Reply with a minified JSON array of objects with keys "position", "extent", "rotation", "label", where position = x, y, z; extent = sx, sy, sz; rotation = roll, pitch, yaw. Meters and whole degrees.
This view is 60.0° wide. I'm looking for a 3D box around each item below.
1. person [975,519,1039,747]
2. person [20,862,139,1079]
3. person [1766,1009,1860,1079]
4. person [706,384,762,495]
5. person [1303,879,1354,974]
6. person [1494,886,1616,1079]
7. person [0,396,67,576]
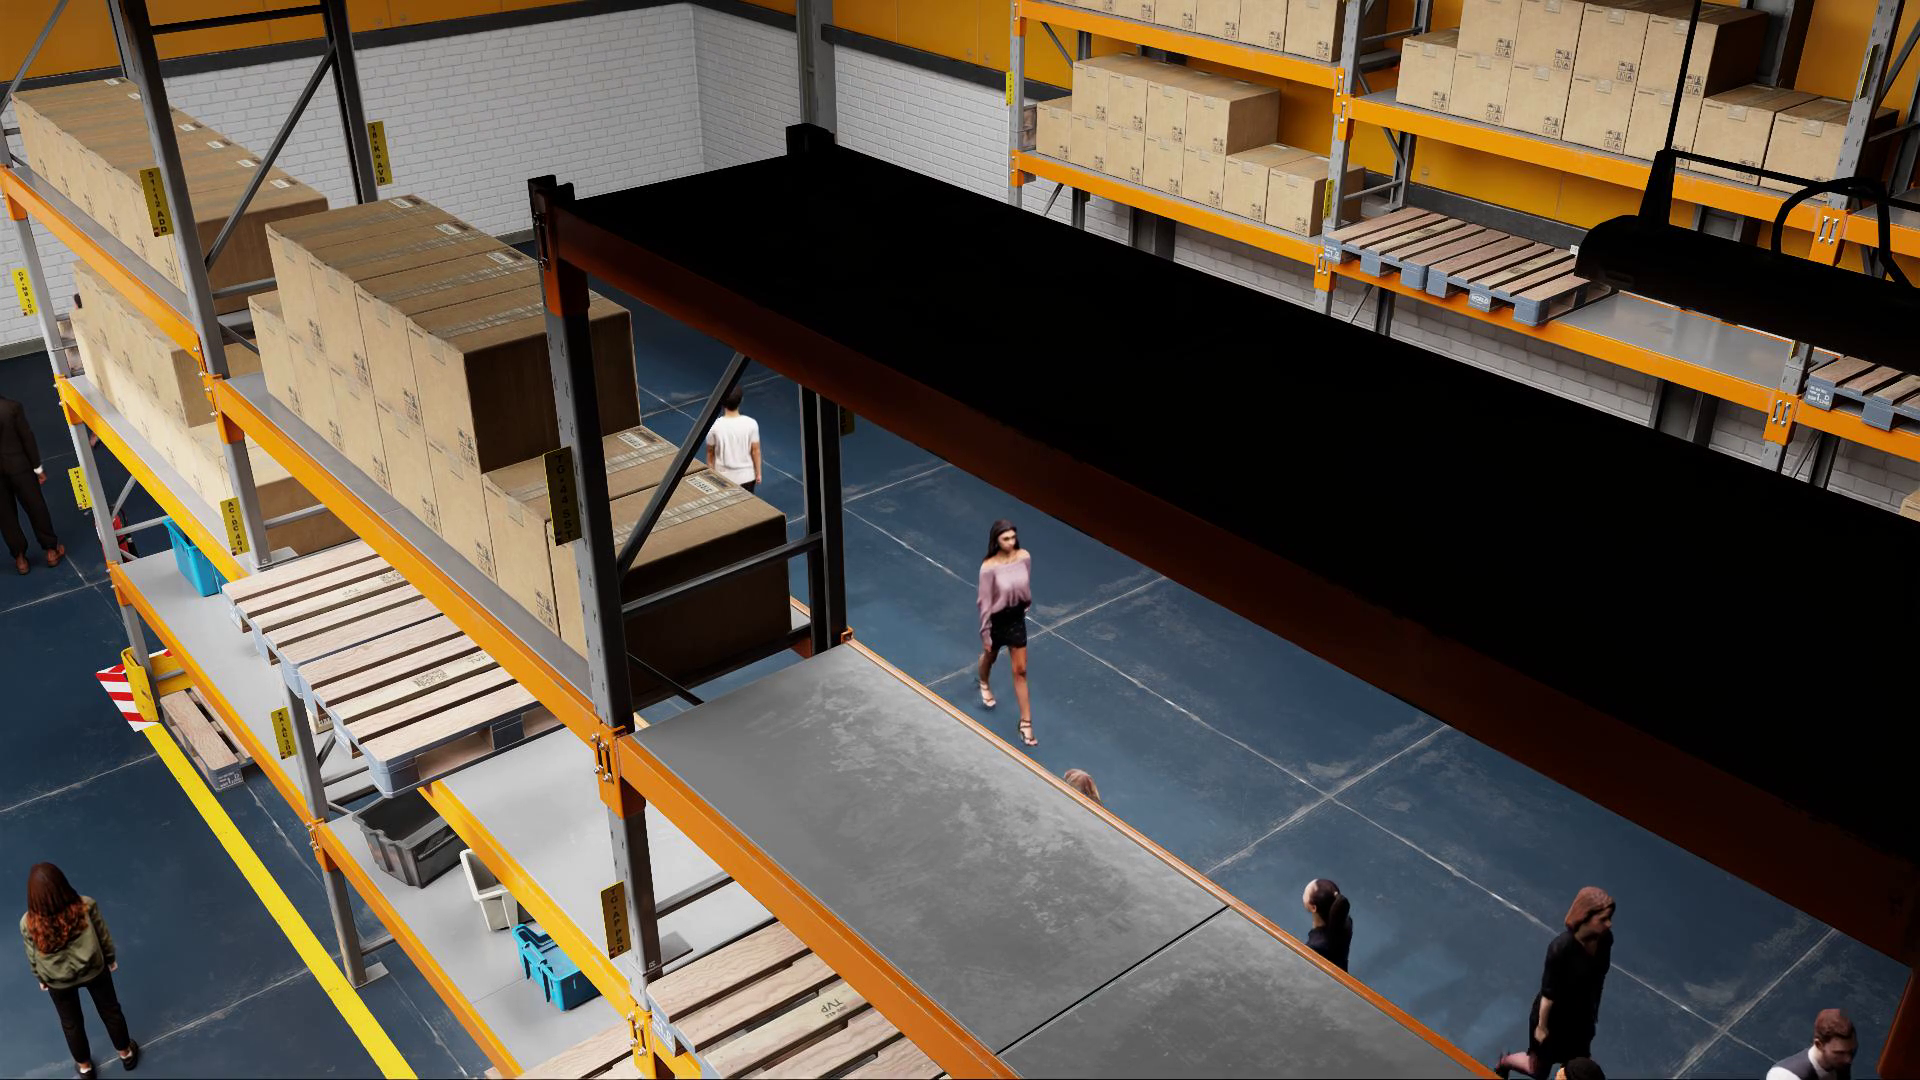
[{"position":[0.267,0.628,12.453],"extent":[0.803,1.752,1.161],"rotation":[-14,32,-24],"label":"person"},{"position":[-5.004,2.441,9.418],"extent":[0.608,1.474,0.544],"rotation":[-15,32,-26],"label":"person"},{"position":[3.922,2.948,8.011],"extent":[0.800,1.932,0.965],"rotation":[-16,33,-27],"label":"person"},{"position":[-1.984,-0.547,14.650],"extent":[0.789,1.710,0.856],"rotation":[-8,30,-14],"label":"person"},{"position":[2.010,2.584,8.965],"extent":[1.085,1.657,0.657],"rotation":[23,36,36],"label":"person"},{"position":[3.215,2.546,9.000],"extent":[0.750,1.689,0.906],"rotation":[-13,31,-22],"label":"person"},{"position":[-8.341,-0.617,14.576],"extent":[0.754,1.904,0.716],"rotation":[-12,31,-20],"label":"person"}]
